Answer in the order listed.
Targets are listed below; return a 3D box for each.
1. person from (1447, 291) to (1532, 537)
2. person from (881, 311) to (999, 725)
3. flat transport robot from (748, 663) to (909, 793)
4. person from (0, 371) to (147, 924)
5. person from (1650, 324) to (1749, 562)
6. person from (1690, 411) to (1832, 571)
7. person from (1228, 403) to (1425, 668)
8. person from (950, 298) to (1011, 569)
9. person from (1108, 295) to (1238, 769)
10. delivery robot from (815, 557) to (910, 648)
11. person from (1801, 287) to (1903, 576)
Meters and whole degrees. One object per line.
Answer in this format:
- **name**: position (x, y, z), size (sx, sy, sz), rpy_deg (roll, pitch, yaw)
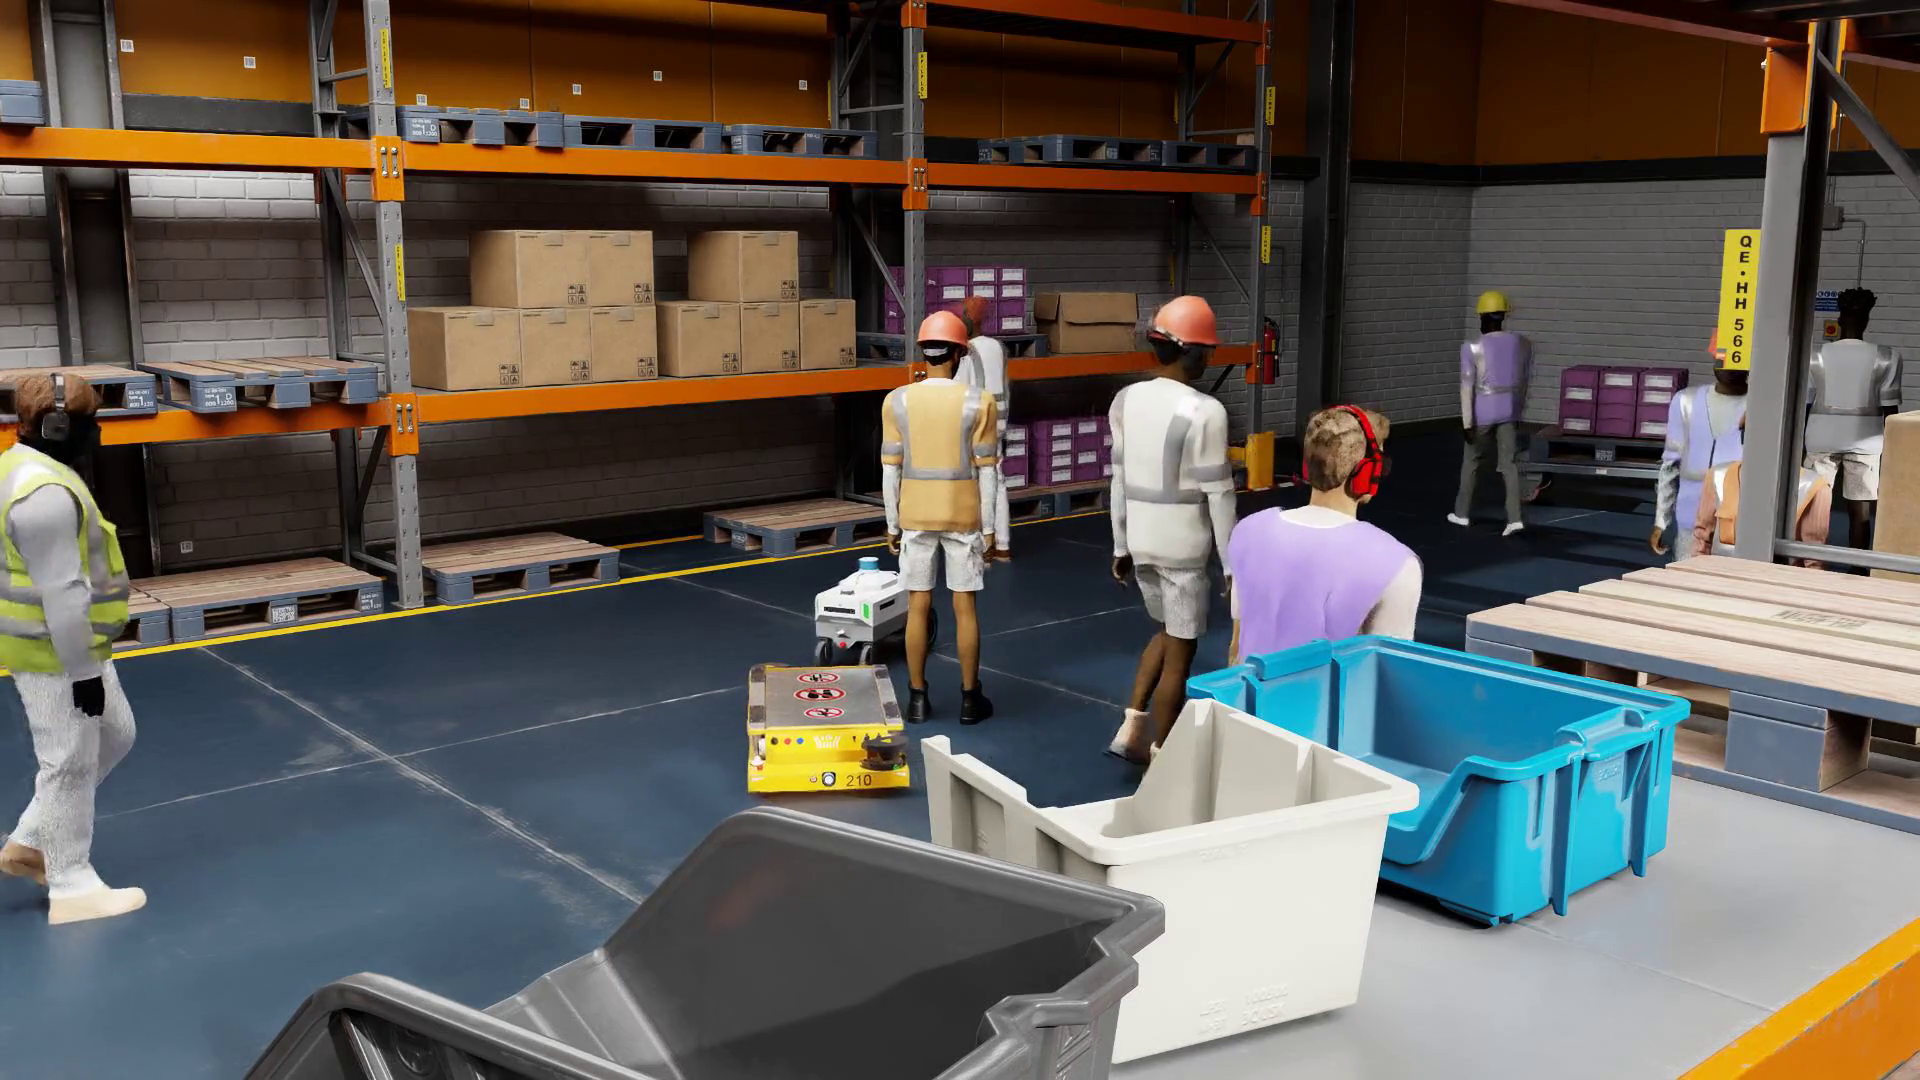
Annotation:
- **person**: position (4.119, -0.975, 12.827), size (0.590, 1.883, 0.997), rpy_deg (-1, 10, -4)
- **person**: position (-0.087, -0.096, 7.751), size (0.547, 1.925, 0.391), rpy_deg (2, 10, 10)
- **flat transport robot**: position (-0.608, 0.797, 7.383), size (0.652, 0.197, 1.431), rpy_deg (-1, 10, -6)
- **person**: position (-2.935, 0.367, 5.444), size (0.433, 1.828, 0.649), rpy_deg (-6, 12, -28)
- **person**: position (3.638, -0.116, 7.911), size (0.538, 1.917, 0.826), rpy_deg (10, 14, 43)
- **person**: position (3.123, 0.259, 6.548), size (0.306, 1.645, 0.521), rpy_deg (-9, 13, -40)
- **person**: position (0.888, 0.564, 4.299), size (0.565, 1.833, 0.578), rpy_deg (-9, 14, -42)
- **person**: position (0.144, -0.734, 11.515), size (0.363, 1.863, 0.641), rpy_deg (7, 12, 35)
- **person**: position (0.885, 0.029, 6.761), size (0.416, 2.027, 0.623), rpy_deg (-6, 12, -32)
- **delivery robot**: position (-0.485, 0.336, 8.907), size (0.477, 0.478, 0.707), rpy_deg (4, 11, 23)
- **person**: position (5.539, -0.595, 10.430), size (0.606, 1.966, 0.367), rpy_deg (5, 11, 27)
